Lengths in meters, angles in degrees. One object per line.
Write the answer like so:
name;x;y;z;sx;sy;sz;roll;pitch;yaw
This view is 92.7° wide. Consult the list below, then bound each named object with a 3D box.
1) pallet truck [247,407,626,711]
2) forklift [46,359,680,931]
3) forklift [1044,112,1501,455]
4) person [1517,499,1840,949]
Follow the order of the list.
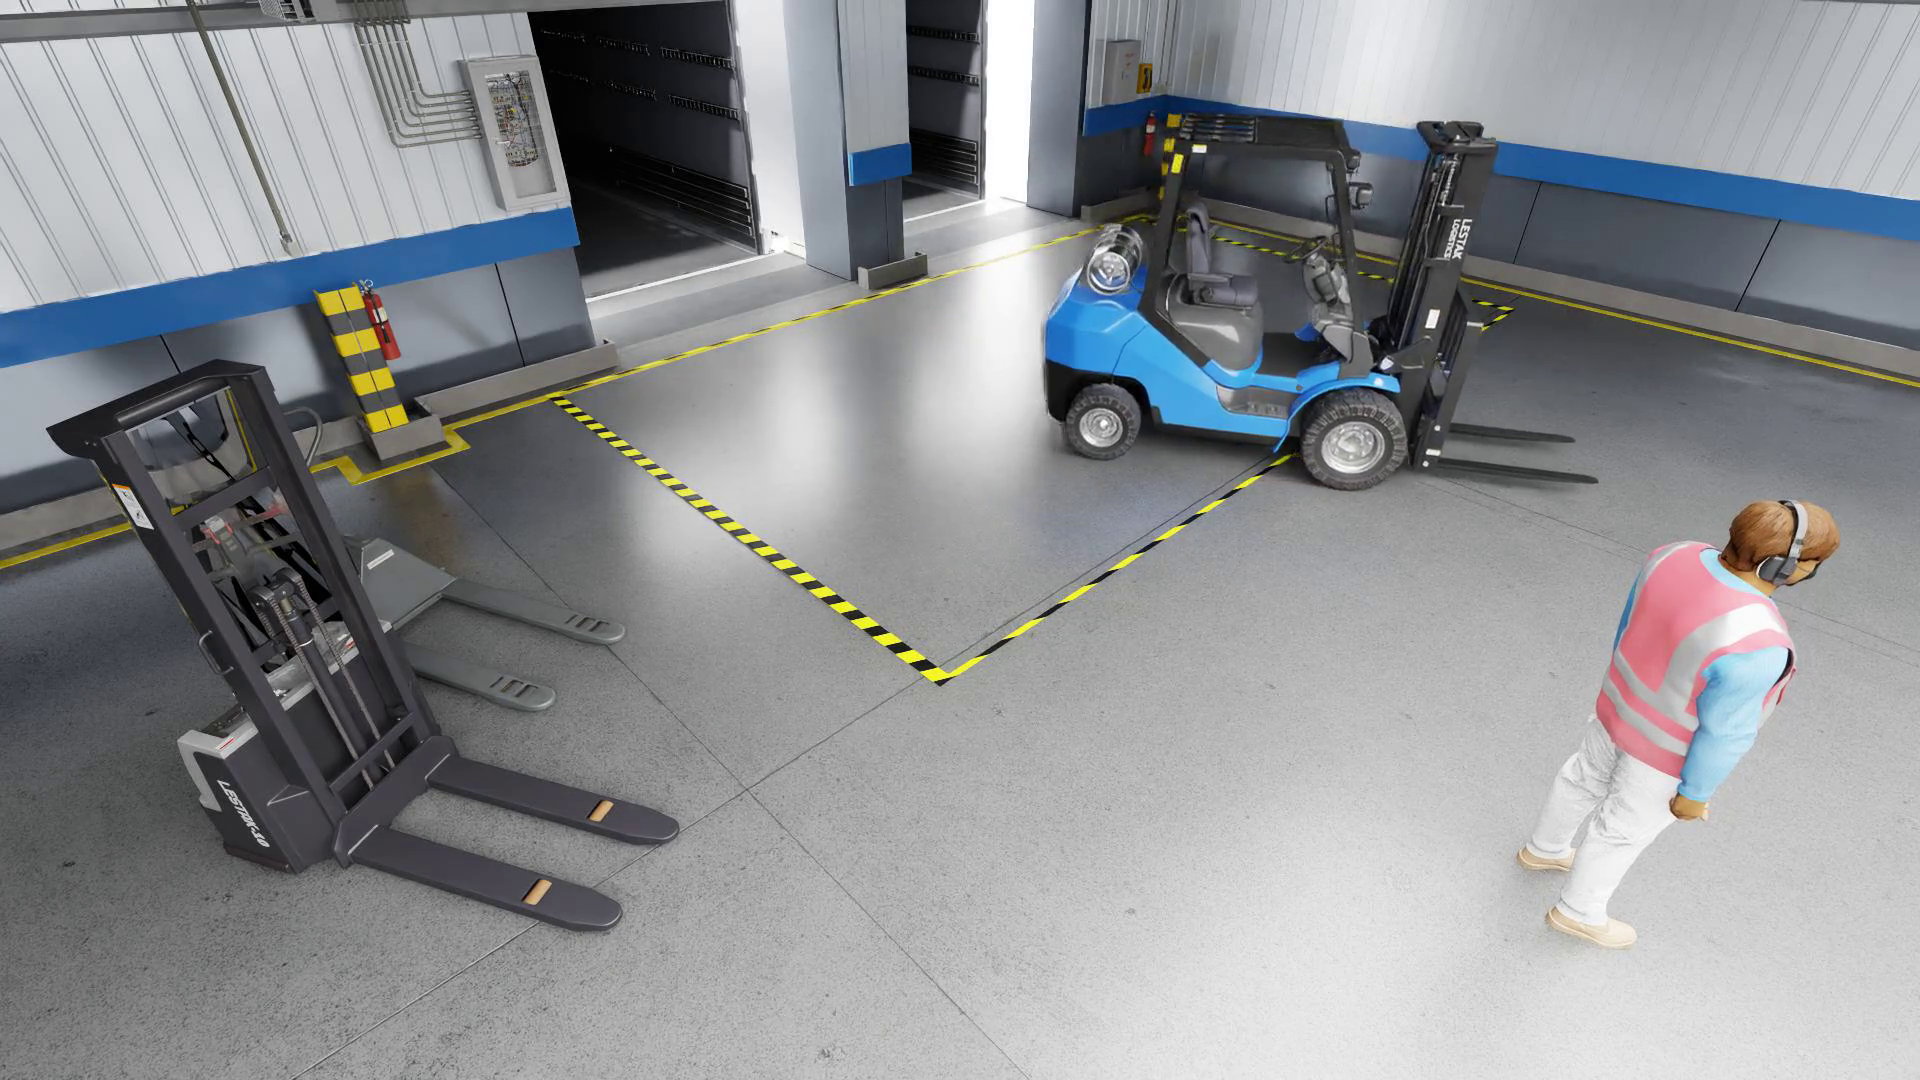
pallet truck;-2.628;0.038;4.590;1.601;1.201;0.680;12;36;18
forklift;-2.135;0.422;3.354;1.885;1.965;0.823;10;35;14
forklift;1.988;-1.758;6.244;2.680;2.036;1.157;9;35;13
person;2.412;0.658;3.145;0.429;1.843;0.624;5;34;7
